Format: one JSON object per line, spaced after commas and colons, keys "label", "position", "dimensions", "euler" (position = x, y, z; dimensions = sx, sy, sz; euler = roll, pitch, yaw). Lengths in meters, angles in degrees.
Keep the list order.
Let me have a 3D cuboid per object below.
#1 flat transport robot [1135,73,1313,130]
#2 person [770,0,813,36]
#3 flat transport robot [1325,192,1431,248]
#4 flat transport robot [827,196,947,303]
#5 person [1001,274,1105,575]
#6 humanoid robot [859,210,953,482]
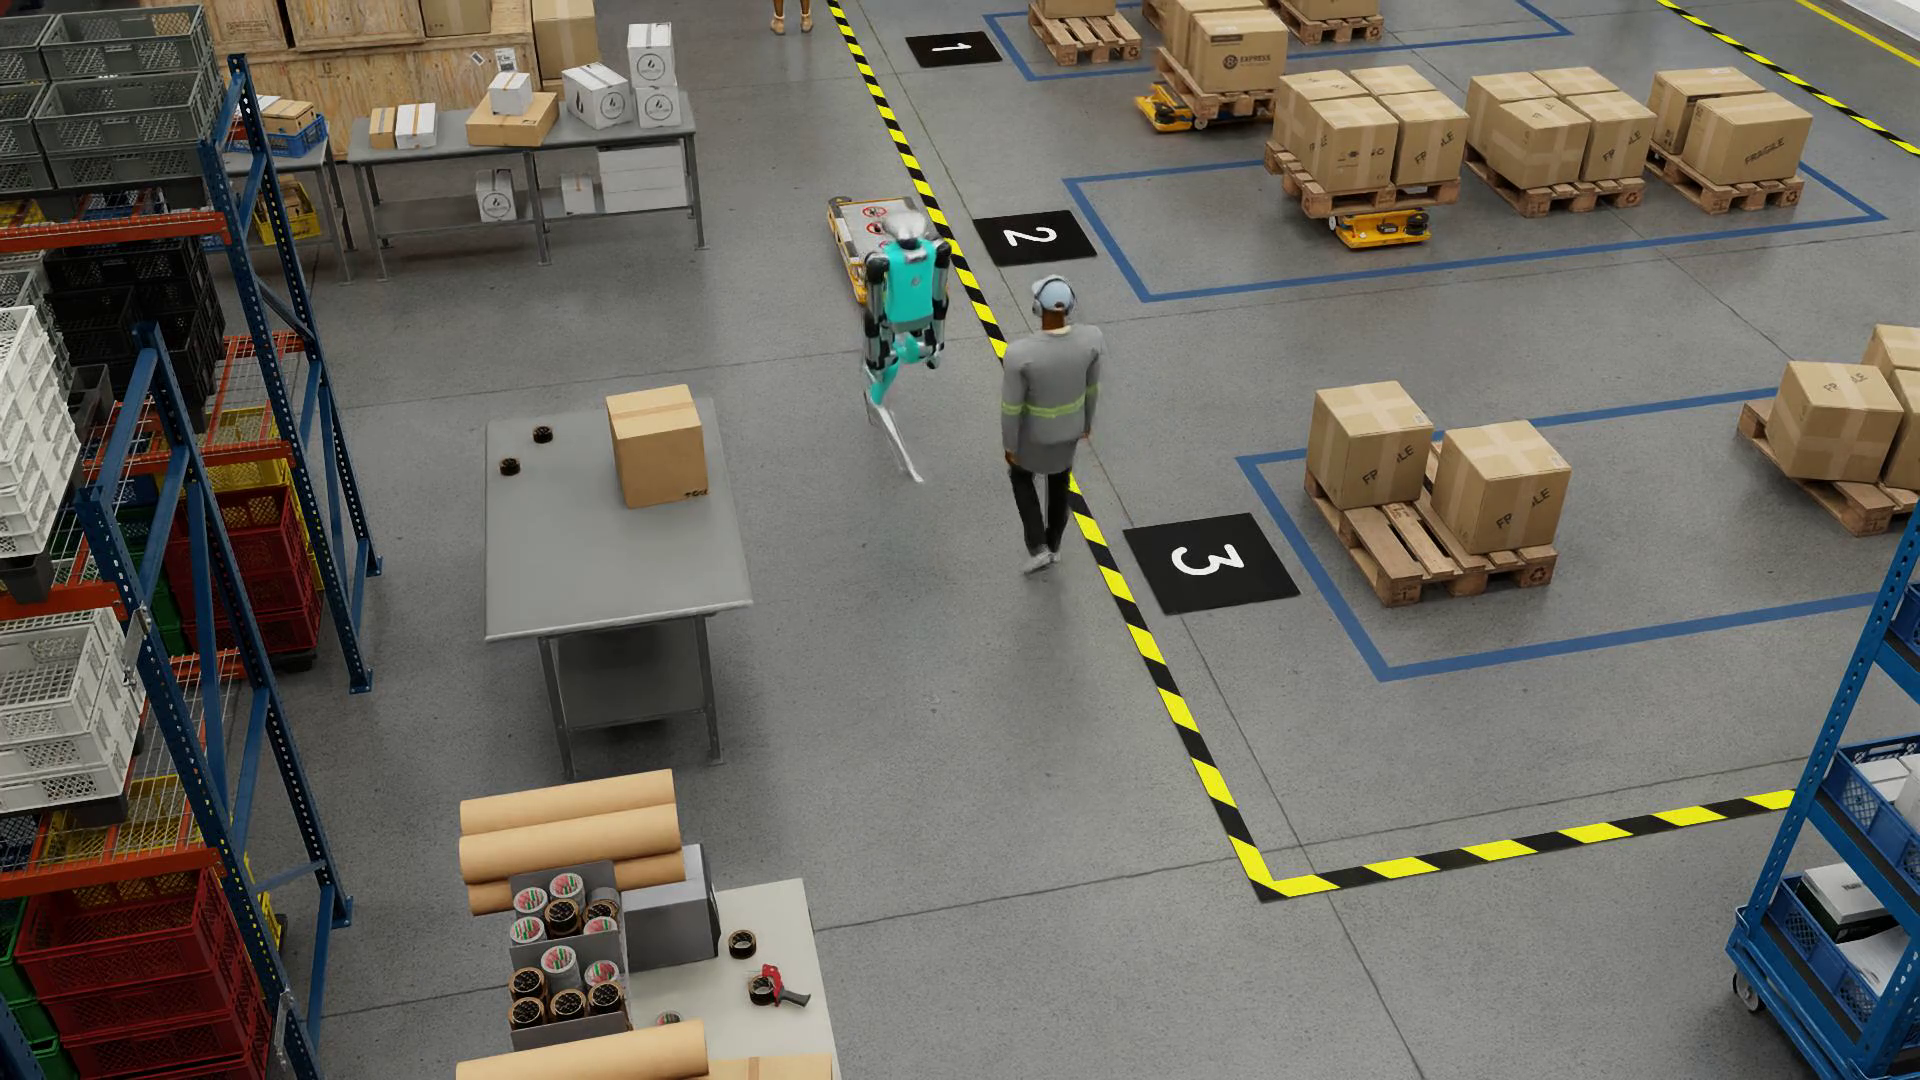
{"label": "flat transport robot", "position": [2.345, -3.907, 14.782], "dimensions": [1.431, 0.197, 0.652], "euler": [-8, 37, -10]}
{"label": "person", "position": [-1.682, -5.898, 15.992], "dimensions": [0.612, 2.047, 0.360], "euler": [-8, 37, -11]}
{"label": "flat transport robot", "position": [3.134, -2.740, 13.213], "dimensions": [0.652, 0.197, 1.431], "euler": [-8, 37, -10]}
{"label": "flat transport robot", "position": [-0.570, -2.220, 12.538], "dimensions": [0.659, 0.231, 1.431], "euler": [-8, 37, -10]}
{"label": "person", "position": [0.497, -0.600, 9.057], "dimensions": [0.593, 1.862, 0.463], "euler": [-12, 38, -15]}
{"label": "humanoid robot", "position": [-0.464, -1.286, 10.073], "dimensions": [0.543, 1.766, 0.961], "euler": [-18, 40, -23]}
